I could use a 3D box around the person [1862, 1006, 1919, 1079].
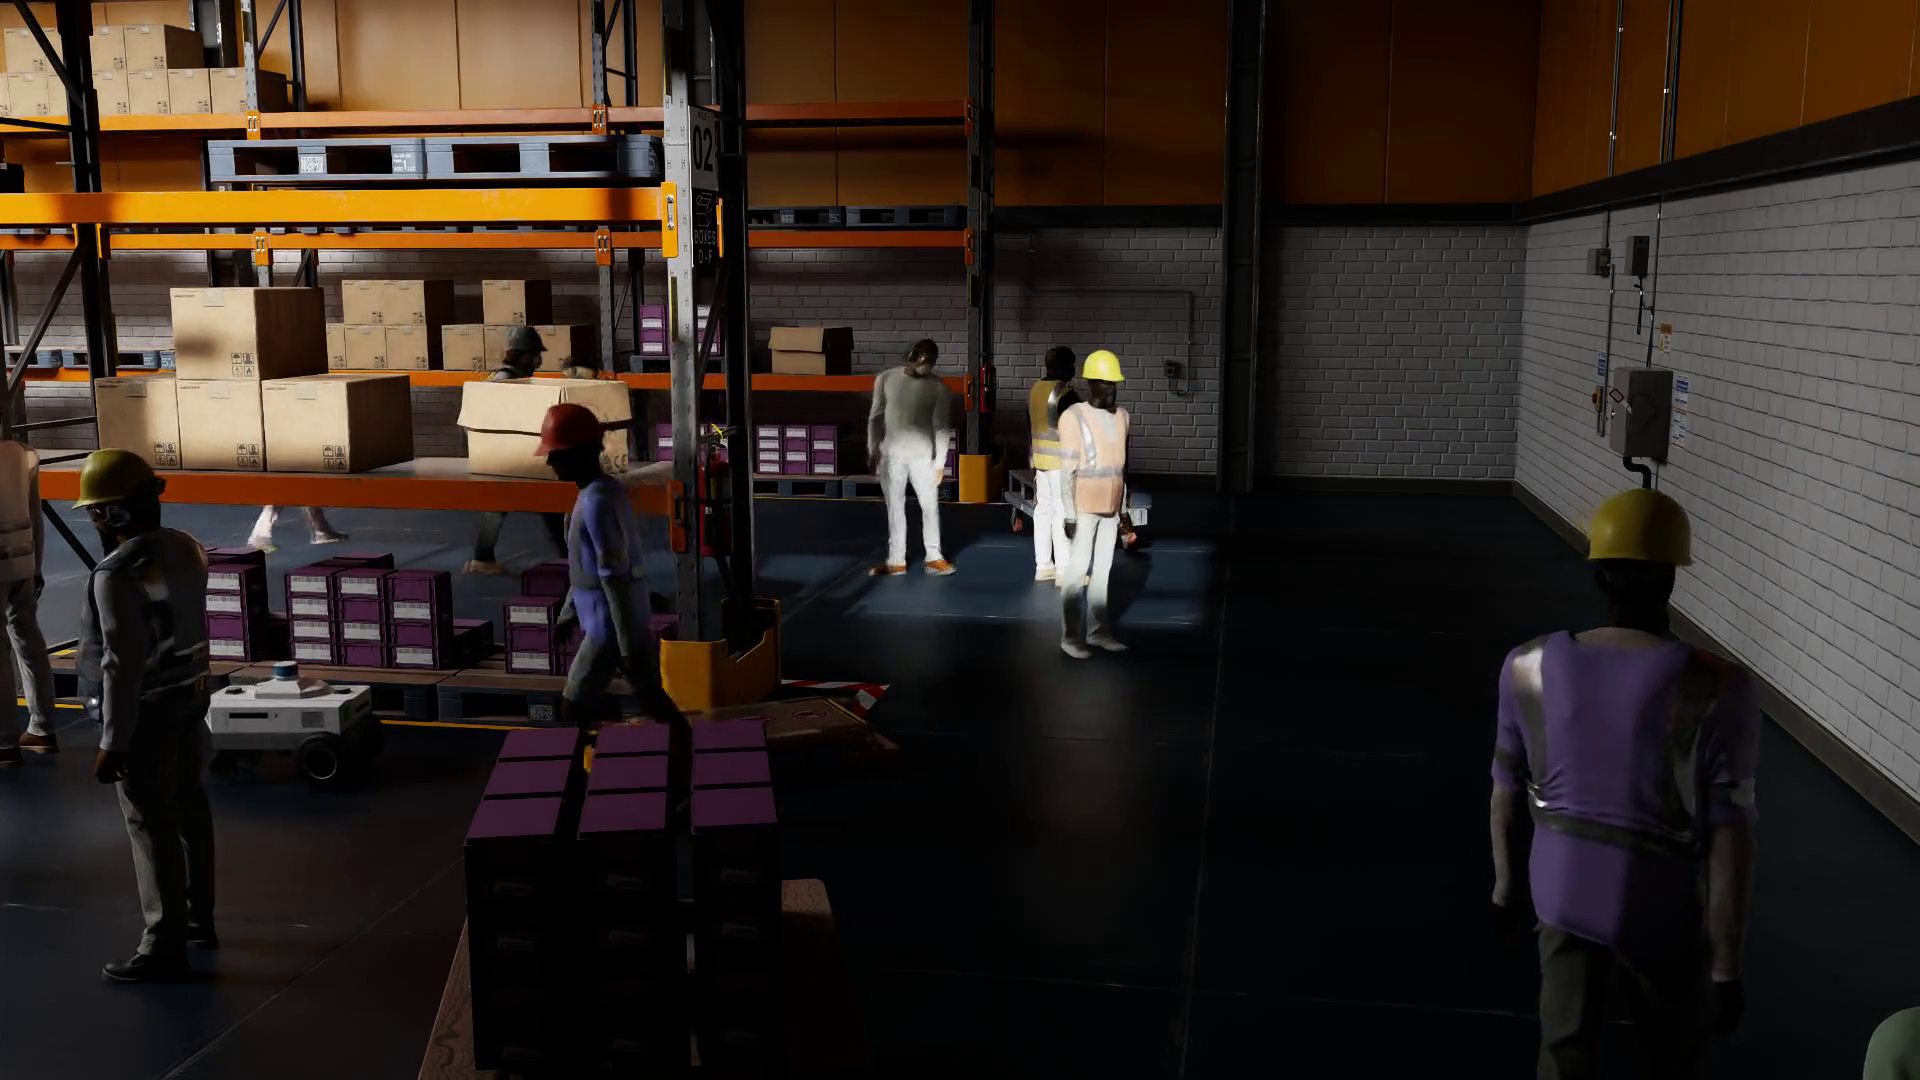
[{"bbox_3d":[1.526,1.219,2.378,0.499,1.634,0.288,3,10,20],"label":"person"}]

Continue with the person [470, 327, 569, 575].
[{"bbox_3d":[-3.433,-0.720,13.150,1.040,2.000,0.688,2,9,14],"label":"person"}]

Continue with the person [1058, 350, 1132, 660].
[{"bbox_3d":[0.863,-0.225,10.436,0.593,1.925,0.382,-8,12,-42],"label":"person"}]

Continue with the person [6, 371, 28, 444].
[{"bbox_3d":[-8.574,-0.851,14.660,0.617,1.819,0.665,8,12,41],"label":"person"}]

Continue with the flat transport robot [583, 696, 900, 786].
[{"bbox_3d":[-1.073,0.981,8.071,1.431,0.197,0.652,-4,10,-25],"label":"flat transport robot"}]

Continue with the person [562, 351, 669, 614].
[{"bbox_3d":[-2.258,-0.240,10.570,0.633,1.918,0.655,2,9,13],"label":"person"}]

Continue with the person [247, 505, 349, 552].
[{"bbox_3d":[-5.820,-0.881,14.442,0.628,1.956,0.980,7,12,38],"label":"person"}]

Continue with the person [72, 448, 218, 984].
[{"bbox_3d":[-2.780,0.593,5.681,0.403,1.823,0.586,0,9,-1],"label":"person"}]

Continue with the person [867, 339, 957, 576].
[{"bbox_3d":[-0.396,-0.635,13.109,0.702,1.896,0.363,3,9,15],"label":"person"}]

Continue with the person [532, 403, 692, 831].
[{"bbox_3d":[-1.500,0.349,7.060,1.024,1.873,0.560,-1,9,-3],"label":"person"}]

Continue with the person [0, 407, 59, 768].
[{"bbox_3d":[-4.704,0.171,8.110,0.342,1.881,0.579,2,9,14],"label":"person"}]

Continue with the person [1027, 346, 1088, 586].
[{"bbox_3d":[0.770,-0.570,12.841,0.429,1.844,0.627,-5,10,-29],"label":"person"}]

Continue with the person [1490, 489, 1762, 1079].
[{"bbox_3d":[1.555,0.828,3.917,0.635,1.915,0.540,8,12,40],"label":"person"}]

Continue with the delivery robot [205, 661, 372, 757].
[{"bbox_3d":[-3.189,0.820,7.904,0.707,0.478,0.477,0,9,0],"label":"delivery robot"}]
